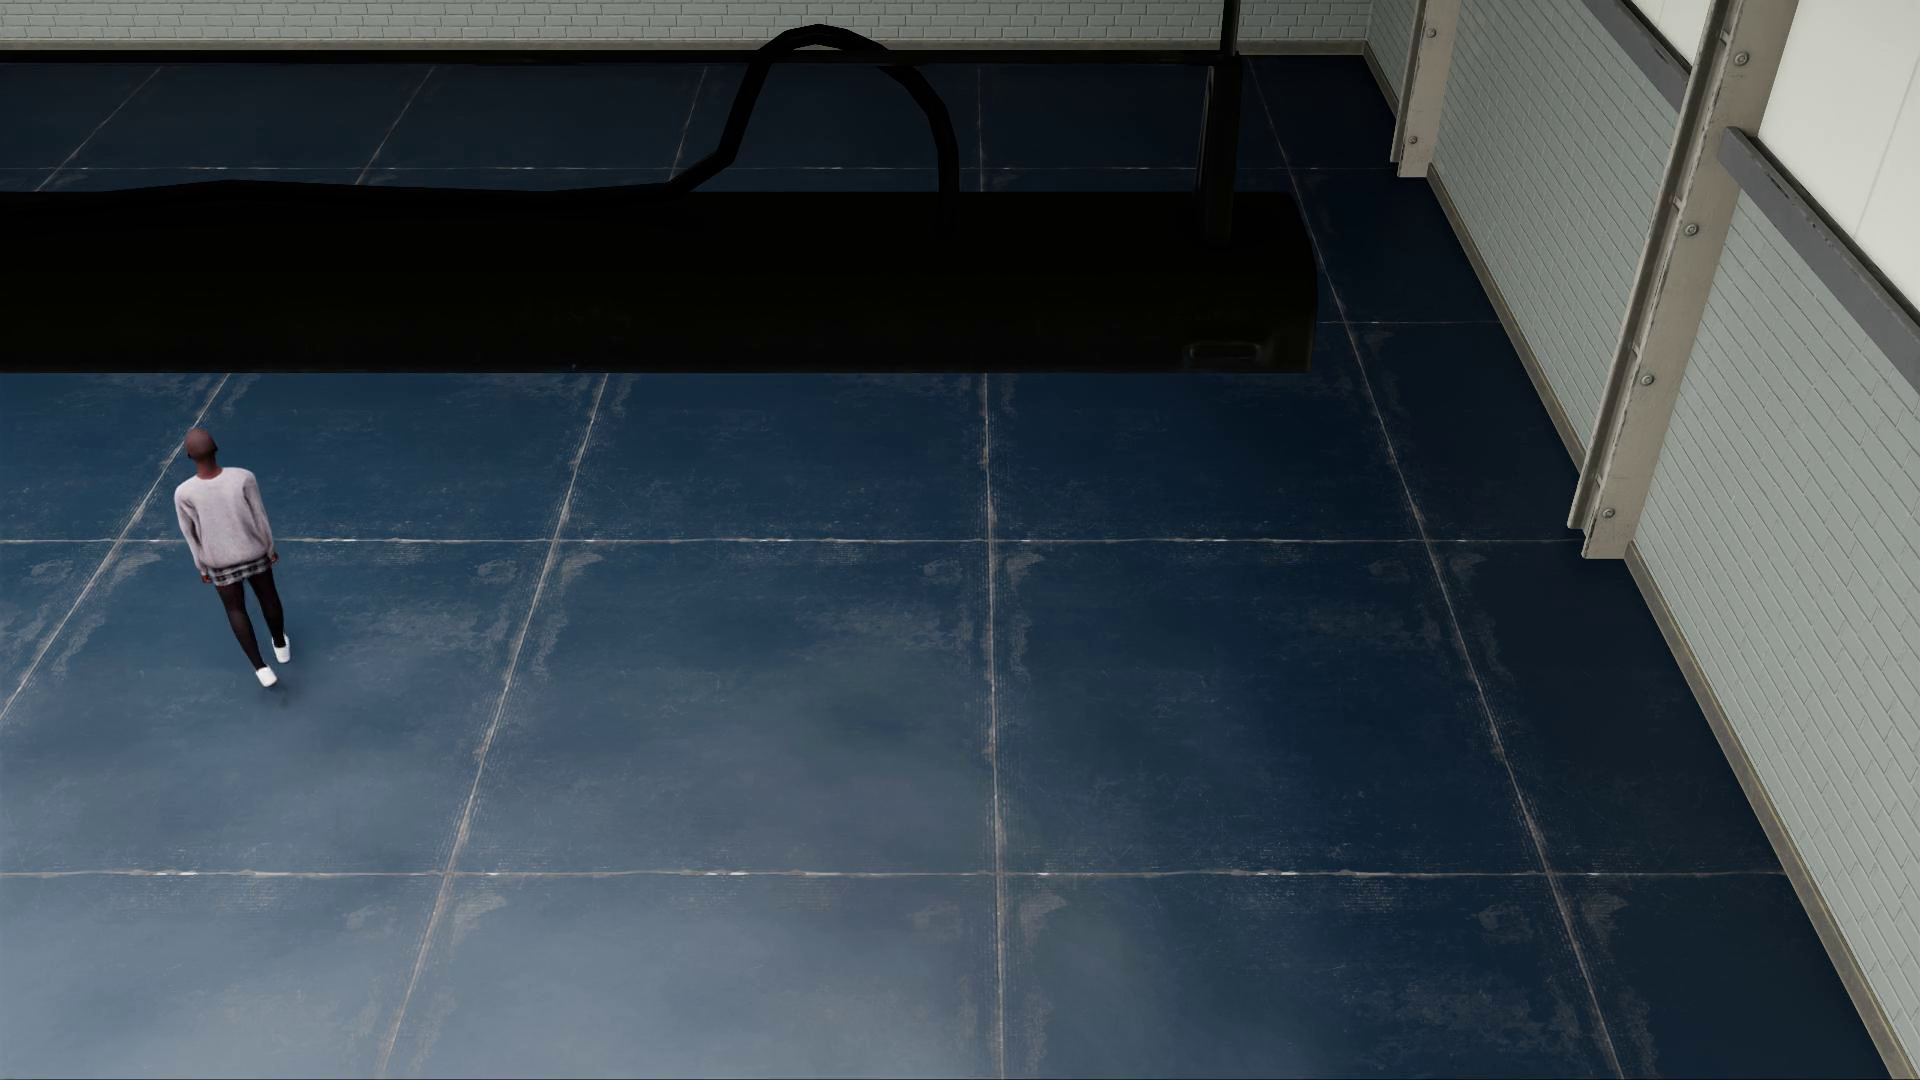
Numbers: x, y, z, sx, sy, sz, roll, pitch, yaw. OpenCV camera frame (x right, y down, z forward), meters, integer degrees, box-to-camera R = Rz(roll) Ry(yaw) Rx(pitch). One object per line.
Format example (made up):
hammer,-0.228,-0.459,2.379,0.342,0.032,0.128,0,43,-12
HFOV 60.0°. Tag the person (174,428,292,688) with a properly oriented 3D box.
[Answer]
person,-4.276,0.109,9.828,0.833,1.785,0.954,-18,41,-22
